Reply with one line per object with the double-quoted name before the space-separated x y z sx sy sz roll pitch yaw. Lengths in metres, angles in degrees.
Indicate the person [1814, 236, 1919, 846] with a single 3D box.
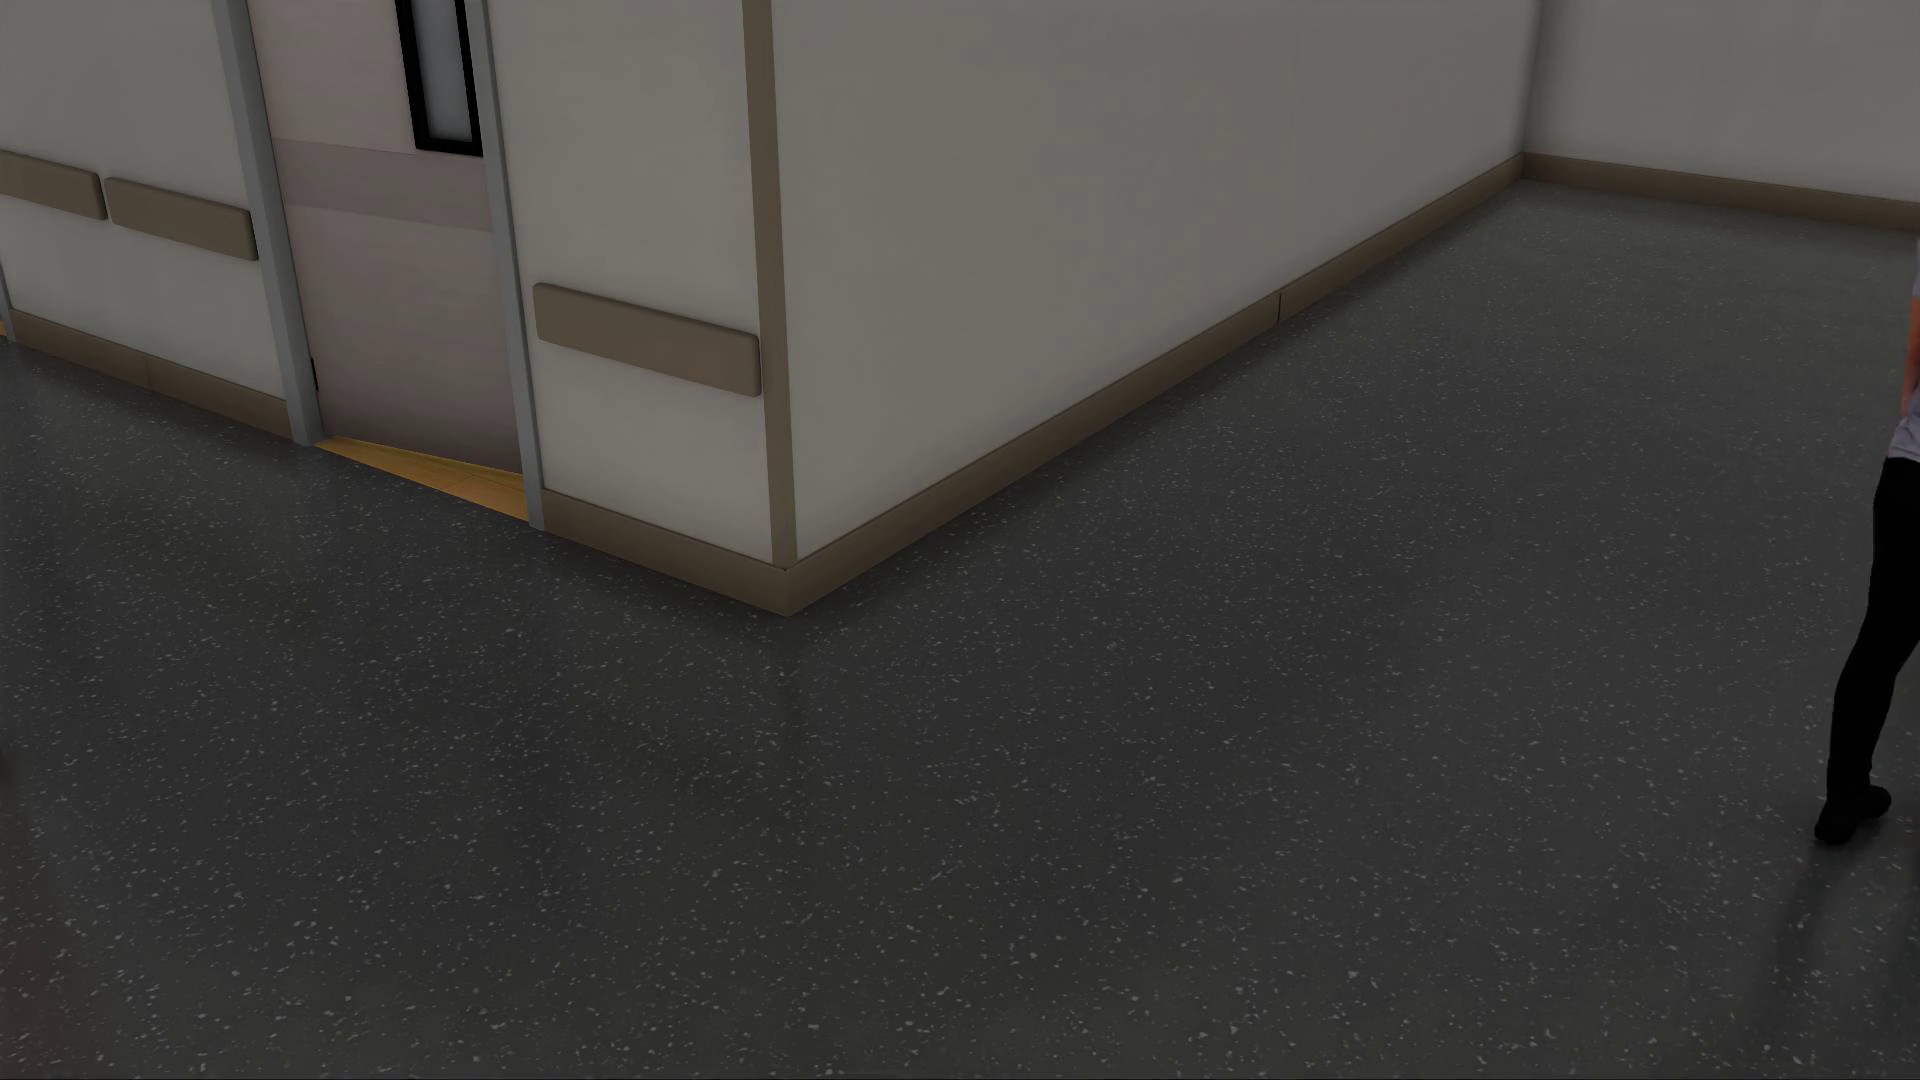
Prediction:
"person" 2.215 -0.093 3.740 0.855 1.842 0.780 -17 31 -31
